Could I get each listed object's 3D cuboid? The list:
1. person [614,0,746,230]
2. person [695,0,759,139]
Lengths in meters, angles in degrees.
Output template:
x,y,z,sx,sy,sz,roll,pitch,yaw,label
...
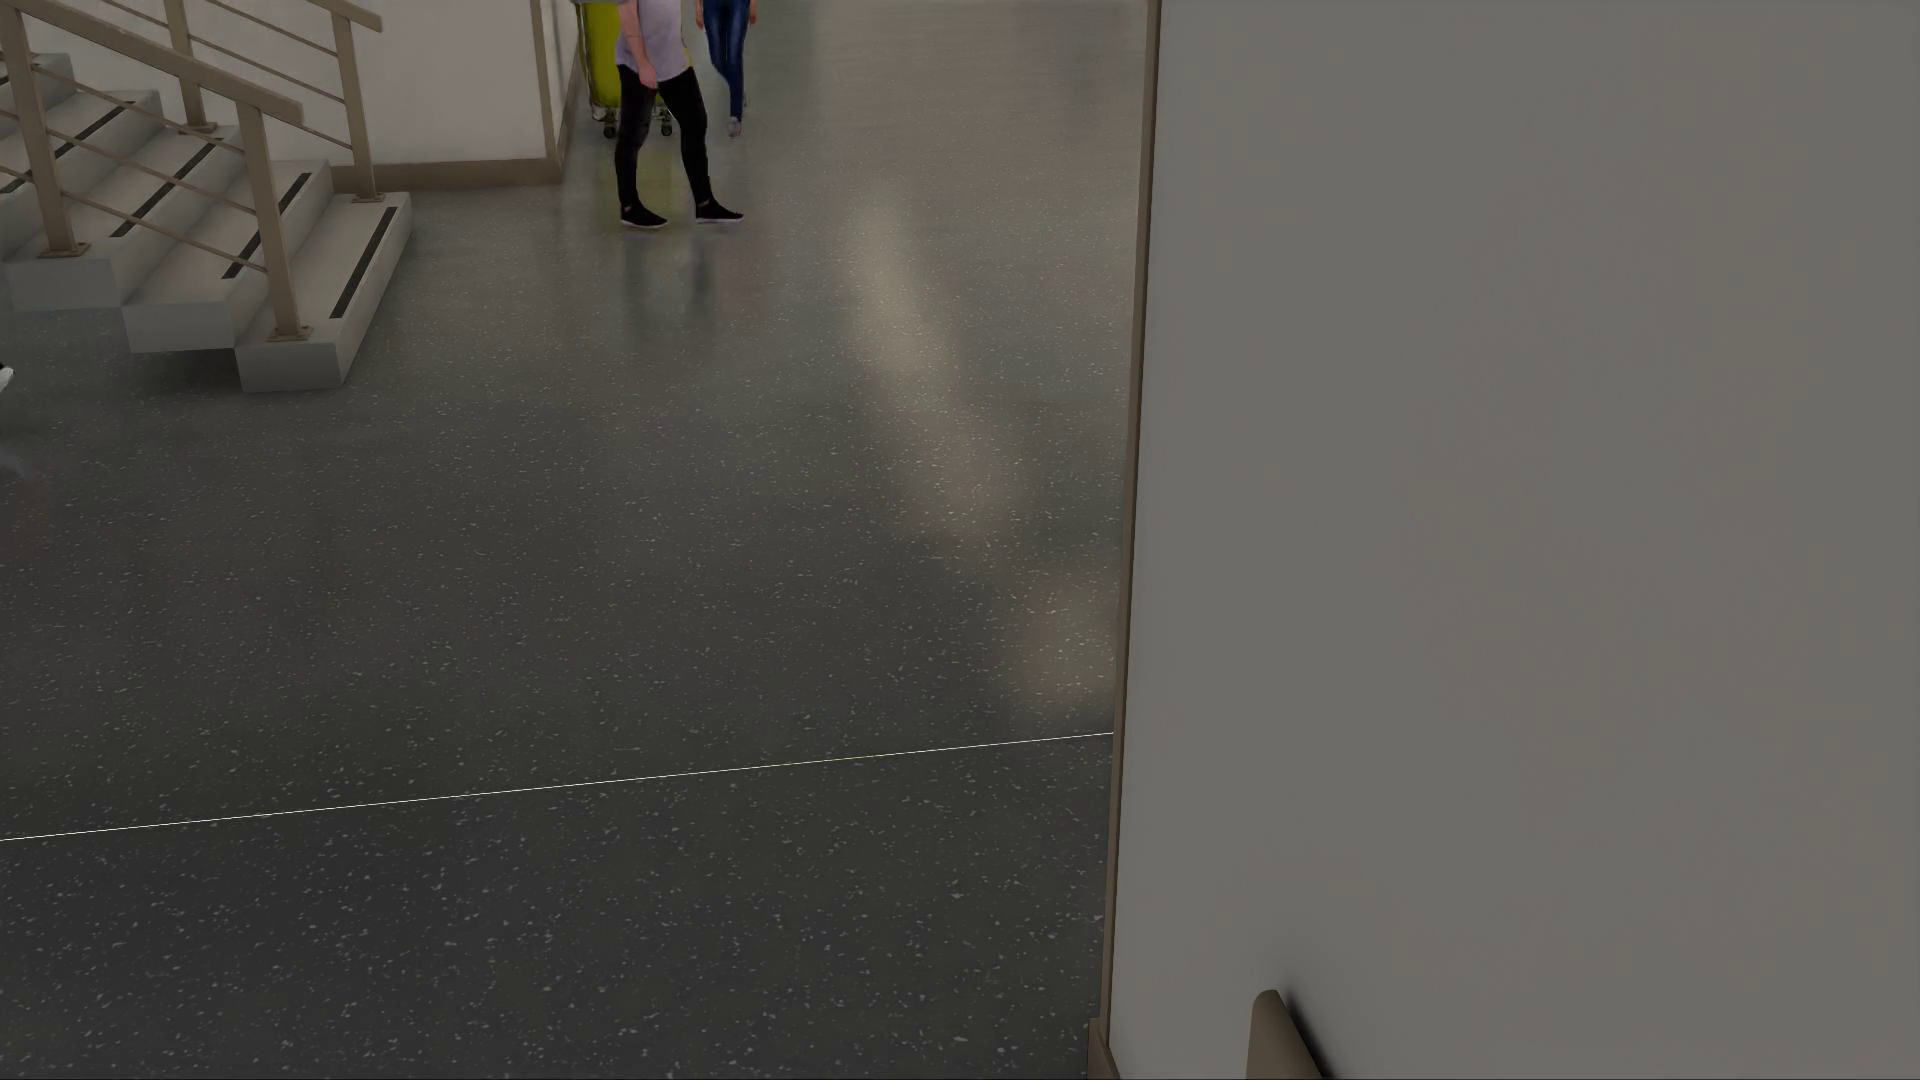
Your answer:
x,y,z,sx,sy,sz,roll,pitch,yaw,label
-1.737,-2.564,8.923,1.077,1.812,0.974,10,28,20,person
-1.571,-3.647,11.272,0.966,1.722,0.808,1,26,3,person
